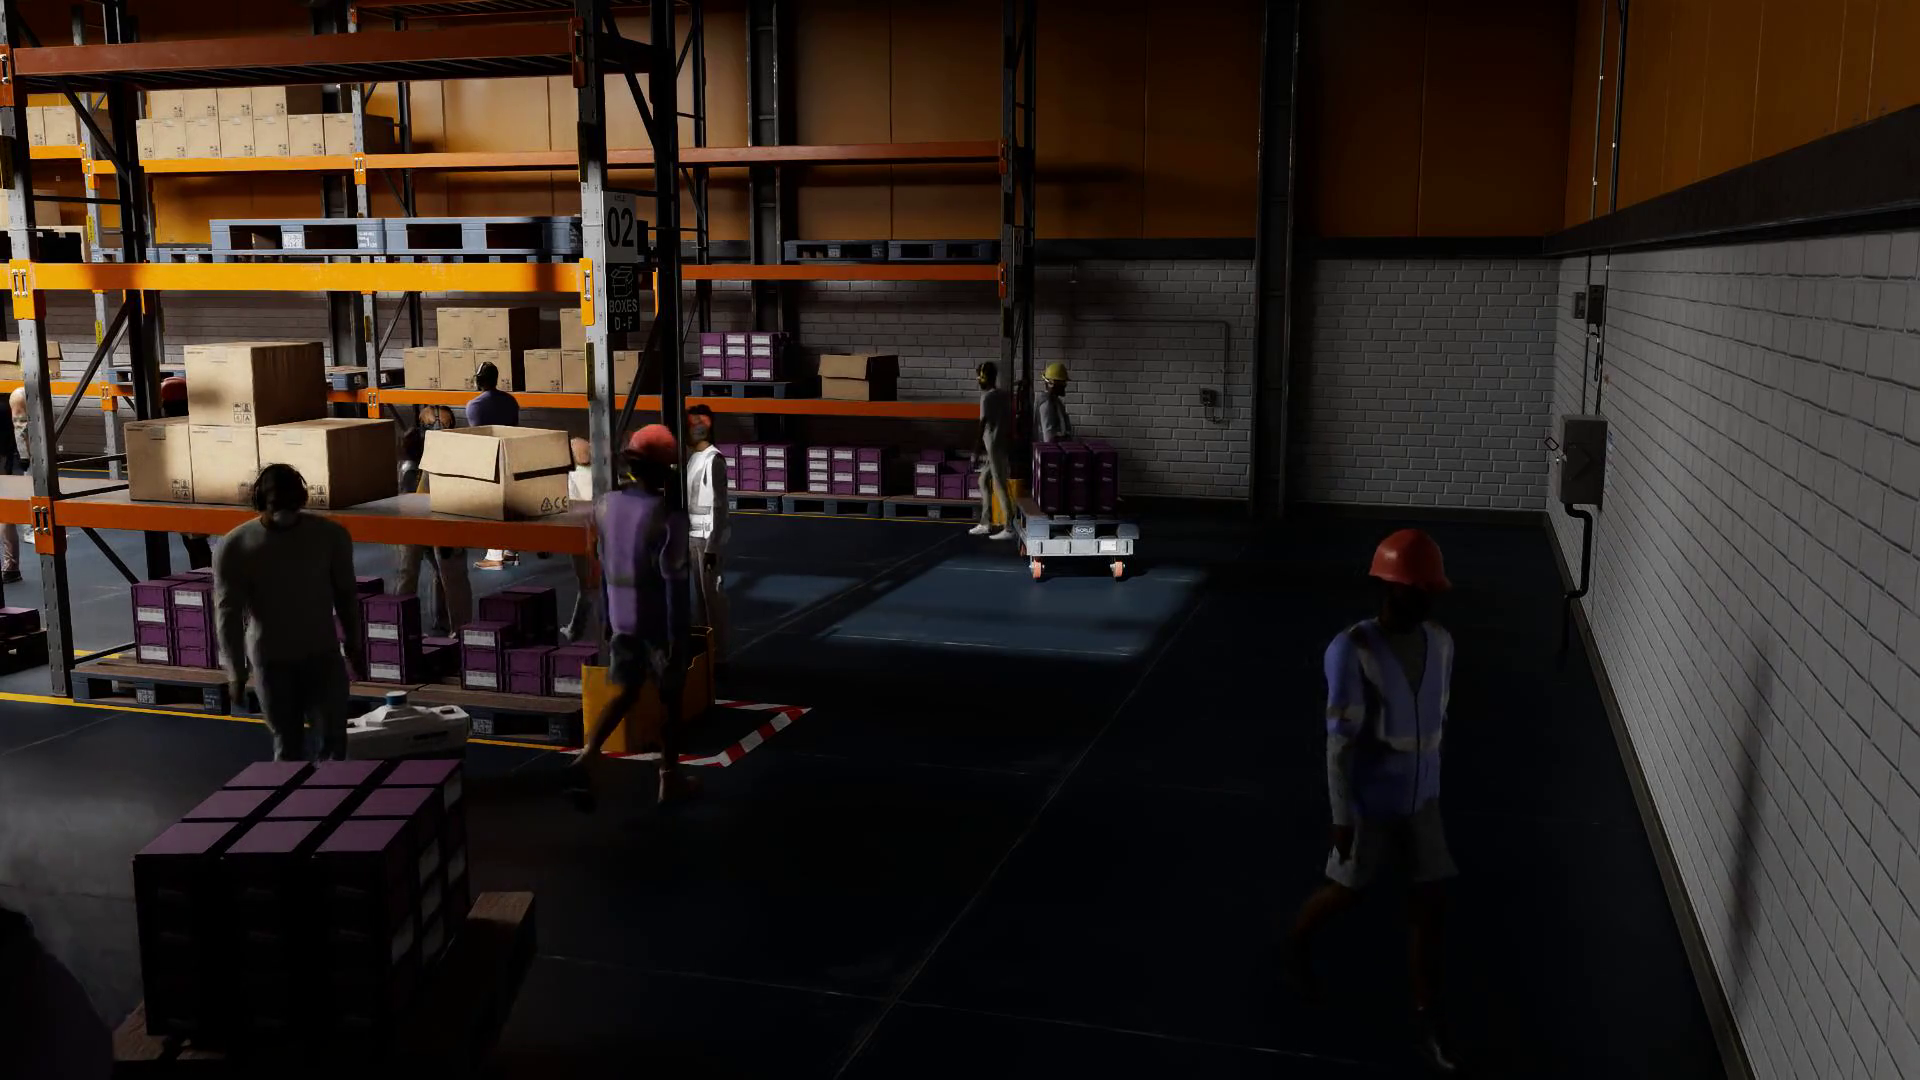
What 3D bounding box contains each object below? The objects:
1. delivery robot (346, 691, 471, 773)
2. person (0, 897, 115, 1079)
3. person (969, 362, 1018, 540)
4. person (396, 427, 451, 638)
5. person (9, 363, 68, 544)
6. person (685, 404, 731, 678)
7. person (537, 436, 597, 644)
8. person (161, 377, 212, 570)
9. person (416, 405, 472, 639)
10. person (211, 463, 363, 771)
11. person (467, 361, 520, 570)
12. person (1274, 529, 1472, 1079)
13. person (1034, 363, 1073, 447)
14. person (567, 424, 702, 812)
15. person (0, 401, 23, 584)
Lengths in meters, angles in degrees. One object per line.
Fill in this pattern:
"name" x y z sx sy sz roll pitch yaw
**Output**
"delivery robot" -2.976 1.047 8.829 0.707 0.478 0.477 -6 11 -32
"person" -1.728 1.380 3.127 0.649 1.867 0.872 7 12 36
"person" 0.317 -0.920 17.230 0.744 1.823 0.682 4 10 25
"person" -3.998 -0.044 12.534 0.617 1.619 0.514 -1 9 -6
"person" -9.388 -0.925 16.964 0.382 1.924 0.594 0 9 1
"person" -1.754 0.007 11.403 0.356 1.887 0.572 -4 10 -22
"person" -2.729 0.040 12.110 0.897 1.584 0.525 9 13 43
"person" -6.222 -0.341 13.379 0.363 1.932 0.552 -8 12 -39
"person" -3.684 -0.053 11.930 0.429 1.835 0.627 -3 10 -16
"person" -3.113 0.584 7.791 0.651 1.911 0.650 -5 11 -27
"person" -4.347 -0.688 15.480 0.375 1.940 0.627 4 10 24
"person" 1.508 0.882 6.011 0.551 1.907 0.921 -4 10 -23
"person" 0.963 -0.911 17.168 0.403 1.828 0.597 1 9 6
"person" -1.661 0.419 8.498 0.616 2.018 0.784 5 10 27
"person" -8.648 -0.600 14.776 0.617 1.994 0.381 5 11 27
